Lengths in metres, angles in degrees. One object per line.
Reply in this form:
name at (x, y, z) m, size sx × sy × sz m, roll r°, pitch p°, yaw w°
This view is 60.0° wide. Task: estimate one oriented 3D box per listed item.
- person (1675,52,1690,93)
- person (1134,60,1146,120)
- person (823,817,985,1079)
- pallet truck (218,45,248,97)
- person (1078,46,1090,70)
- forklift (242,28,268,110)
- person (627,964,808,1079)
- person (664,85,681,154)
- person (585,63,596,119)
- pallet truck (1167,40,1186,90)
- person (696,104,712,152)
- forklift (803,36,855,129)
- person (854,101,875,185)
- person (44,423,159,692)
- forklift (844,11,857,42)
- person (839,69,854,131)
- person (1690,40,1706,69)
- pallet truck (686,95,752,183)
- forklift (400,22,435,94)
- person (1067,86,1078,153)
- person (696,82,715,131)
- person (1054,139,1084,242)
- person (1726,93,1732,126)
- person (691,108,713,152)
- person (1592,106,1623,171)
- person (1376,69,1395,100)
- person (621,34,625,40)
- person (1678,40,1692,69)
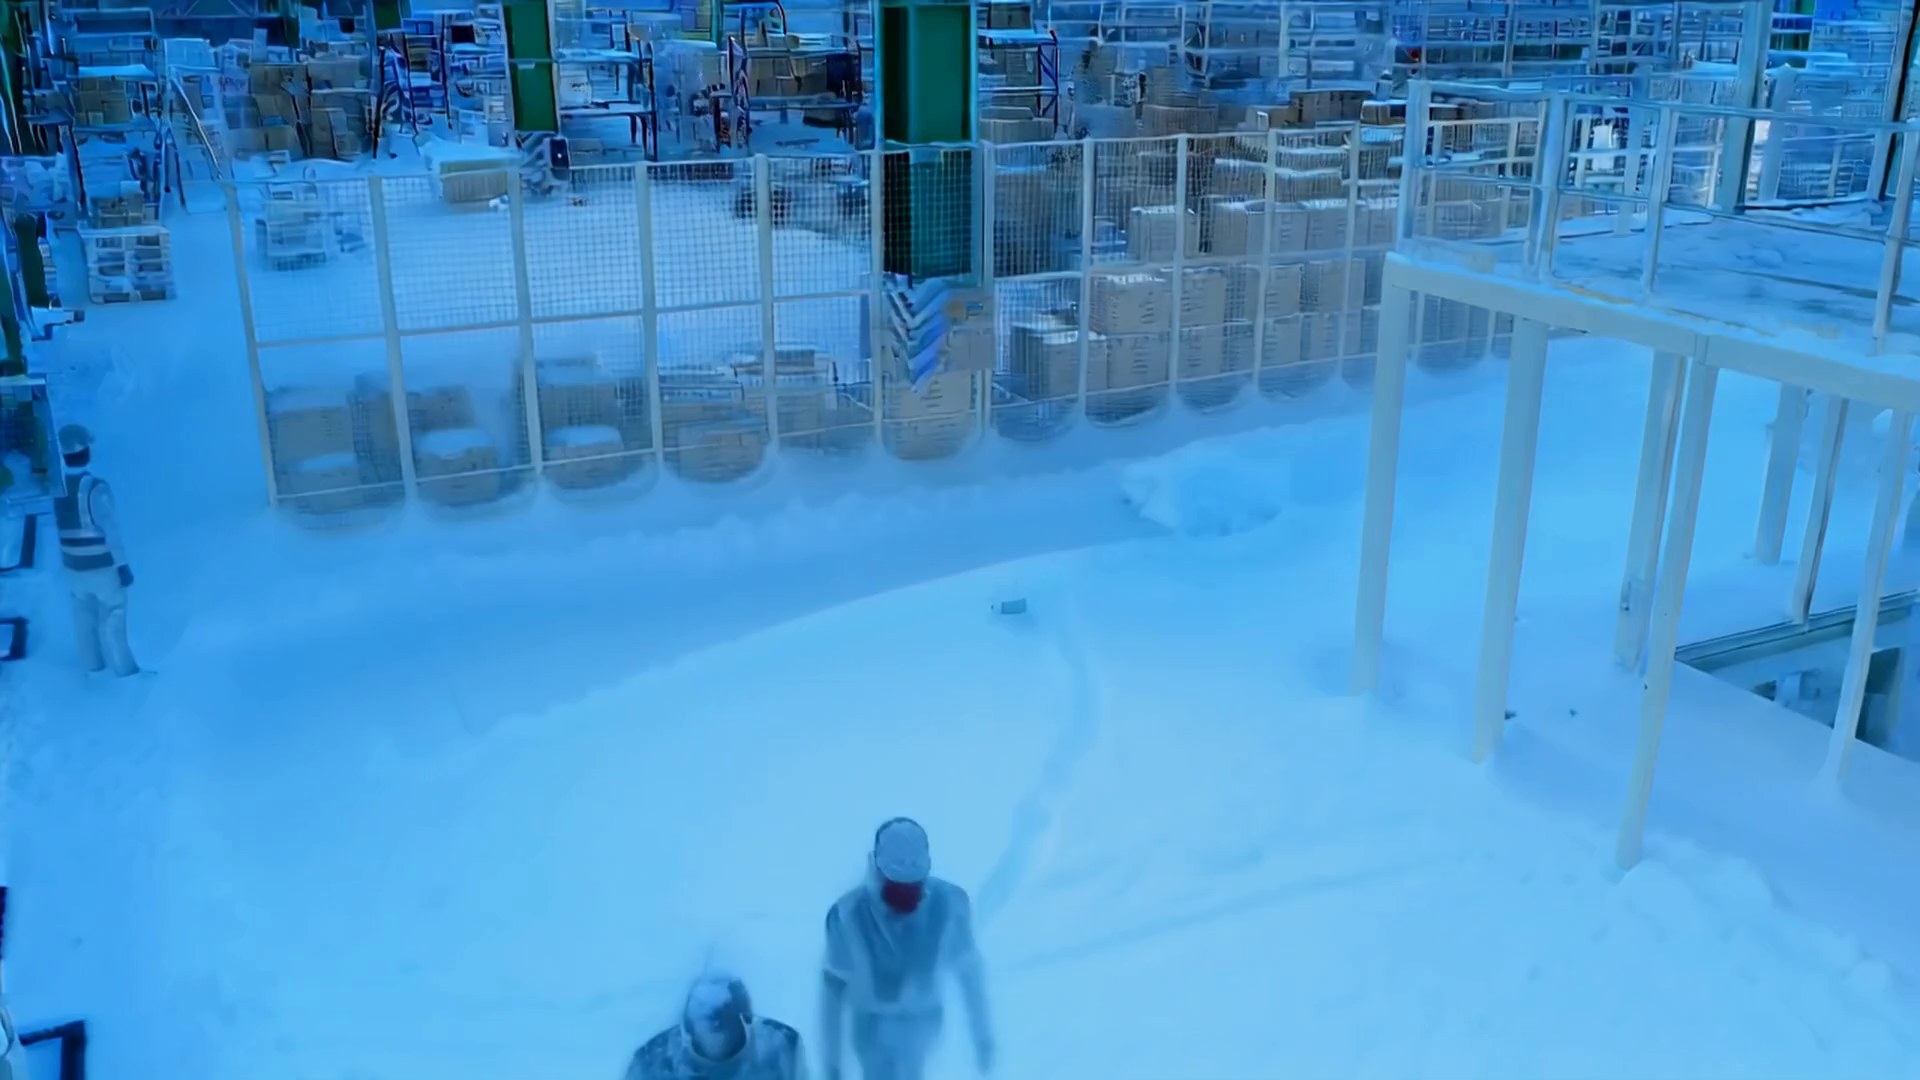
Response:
person at (29.464, -19.002, 67.605) m, size 0.784 × 1.658 × 0.539 m, roll -4°, pitch 19°, yaw -11°
person at (6.061, -15.123, 55.890) m, size 0.368 × 1.966 × 0.603 m, roll -5°, pitch 20°, yaw -15°
person at (-0.179, 1.966, 6.463) m, size 0.612 × 1.884 × 0.925 m, roll -7°, pitch 20°, yaw -20°
pallet truck at (-28.879, -18.665, 66.111) m, size 0.823 × 1.965 × 1.885 m, roll -3°, pitch 19°, yaw -9°
person at (5.174, -19.501, 68.774) m, size 0.512 × 1.848 × 0.804 m, roll 13°, pitch 23°, yaw 34°
forklift at (-24.965, -16.909, 59.685) m, size 1.873 × 2.768 × 1.129 m, roll -9°, pitch 21°, yaw -25°
person at (-0.794, 2.267, 5.669) m, size 0.627 × 1.844 × 0.429 m, roll -6°, pitch 20°, yaw -17°
person at (-7.926, -11.597, 45.863) m, size 0.430 × 1.841 × 0.624 m, roll 6°, pitch 20°, yaw 16°
person at (-12.515, -15.219, 56.373) m, size 0.341 × 1.839 × 0.501 m, roll -2°, pitch 19°, yaw -6°
pallet truck at (9.045, -19.971, 69.895) m, size 0.823 × 1.965 × 1.885 m, roll -3°, pitch 19°, yaw -8°
person at (-6.232, -9.931, 41.206) m, size 0.573 × 1.722 × 0.495 m, roll -16°, pitch 25°, yaw -39°
forklift at (-3.988, -14.547, 52.838) m, size 1.873 × 2.768 × 1.129 m, roll -9°, pitch 21°, yaw -25°
person at (-2.255, -9.342, 39.241) m, size 0.763 × 1.913 × 0.387 m, roll -17°, pitch 25°, yaw -39°
person at (-6.087, 0.130, 11.698) m, size 0.601 × 1.951 × 0.380 m, roll 8°, pitch 20°, yaw 21°
forklift at (-5.479, -25.083, 83.381) m, size 1.873 × 2.768 × 1.129 m, roll -9°, pitch 21°, yaw -25°
person at (-3.549, -13.785, 52.096) m, size 0.591 × 1.914 × 0.392 m, roll 17°, pitch 25°, yaw 40°
person at (33.908, -22.185, 76.440) m, size 0.701 × 1.918 × 0.629 m, roll -9°, pitch 21°, yaw -23°
pallet truck at (-5.836, -9.608, 39.856) m, size 0.823 × 1.965 × 1.885 m, roll 10°, pitch 22°, yaw 27°
forklift at (-22.141, -19.205, 66.342) m, size 1.129 × 2.768 × 1.873 m, roll 14°, pitch 23°, yaw 35°
person at (3.028, -11.341, 45.080) m, size 0.313 × 1.865 × 0.528 m, roll 6°, pitch 20°, yaw 16°
person at (-7.070, -11.796, 46.348) m, size 0.638 × 1.894 × 0.492 m, roll -8°, pitch 21°, yaw -23°
person at (2.065, -6.474, 30.919) m, size 0.650 × 1.895 × 0.954 m, roll 0°, pitch 19°, yaw 1°
person at (19.497, -10.334, 41.998) m, size 0.415 × 1.987 × 0.620 m, roll 14°, pitch 23°, yaw 35°
person at (-6.474, -10.060, 41.642) m, size 0.565 × 1.675 × 0.406 m, roll 13°, pitch 23°, yaw 33°
person at (14.559, -8.863, 37.631) m, size 0.538 × 2.000 × 0.686 m, roll -12°, pitch 22°, yaw -31°
person at (13.286, -13.780, 52.076) m, size 0.542 × 1.918 × 0.818 m, roll 1°, pitch 19°, yaw 4°
person at (-15.923, -23.056, 79.016) m, size 0.651 × 1.881 × 1.035 m, roll -13°, pitch 23°, yaw -34°
person at (33.934, -22.560, 77.562) m, size 0.906 × 1.878 × 0.590 m, roll 2°, pitch 19°, yaw 6°
